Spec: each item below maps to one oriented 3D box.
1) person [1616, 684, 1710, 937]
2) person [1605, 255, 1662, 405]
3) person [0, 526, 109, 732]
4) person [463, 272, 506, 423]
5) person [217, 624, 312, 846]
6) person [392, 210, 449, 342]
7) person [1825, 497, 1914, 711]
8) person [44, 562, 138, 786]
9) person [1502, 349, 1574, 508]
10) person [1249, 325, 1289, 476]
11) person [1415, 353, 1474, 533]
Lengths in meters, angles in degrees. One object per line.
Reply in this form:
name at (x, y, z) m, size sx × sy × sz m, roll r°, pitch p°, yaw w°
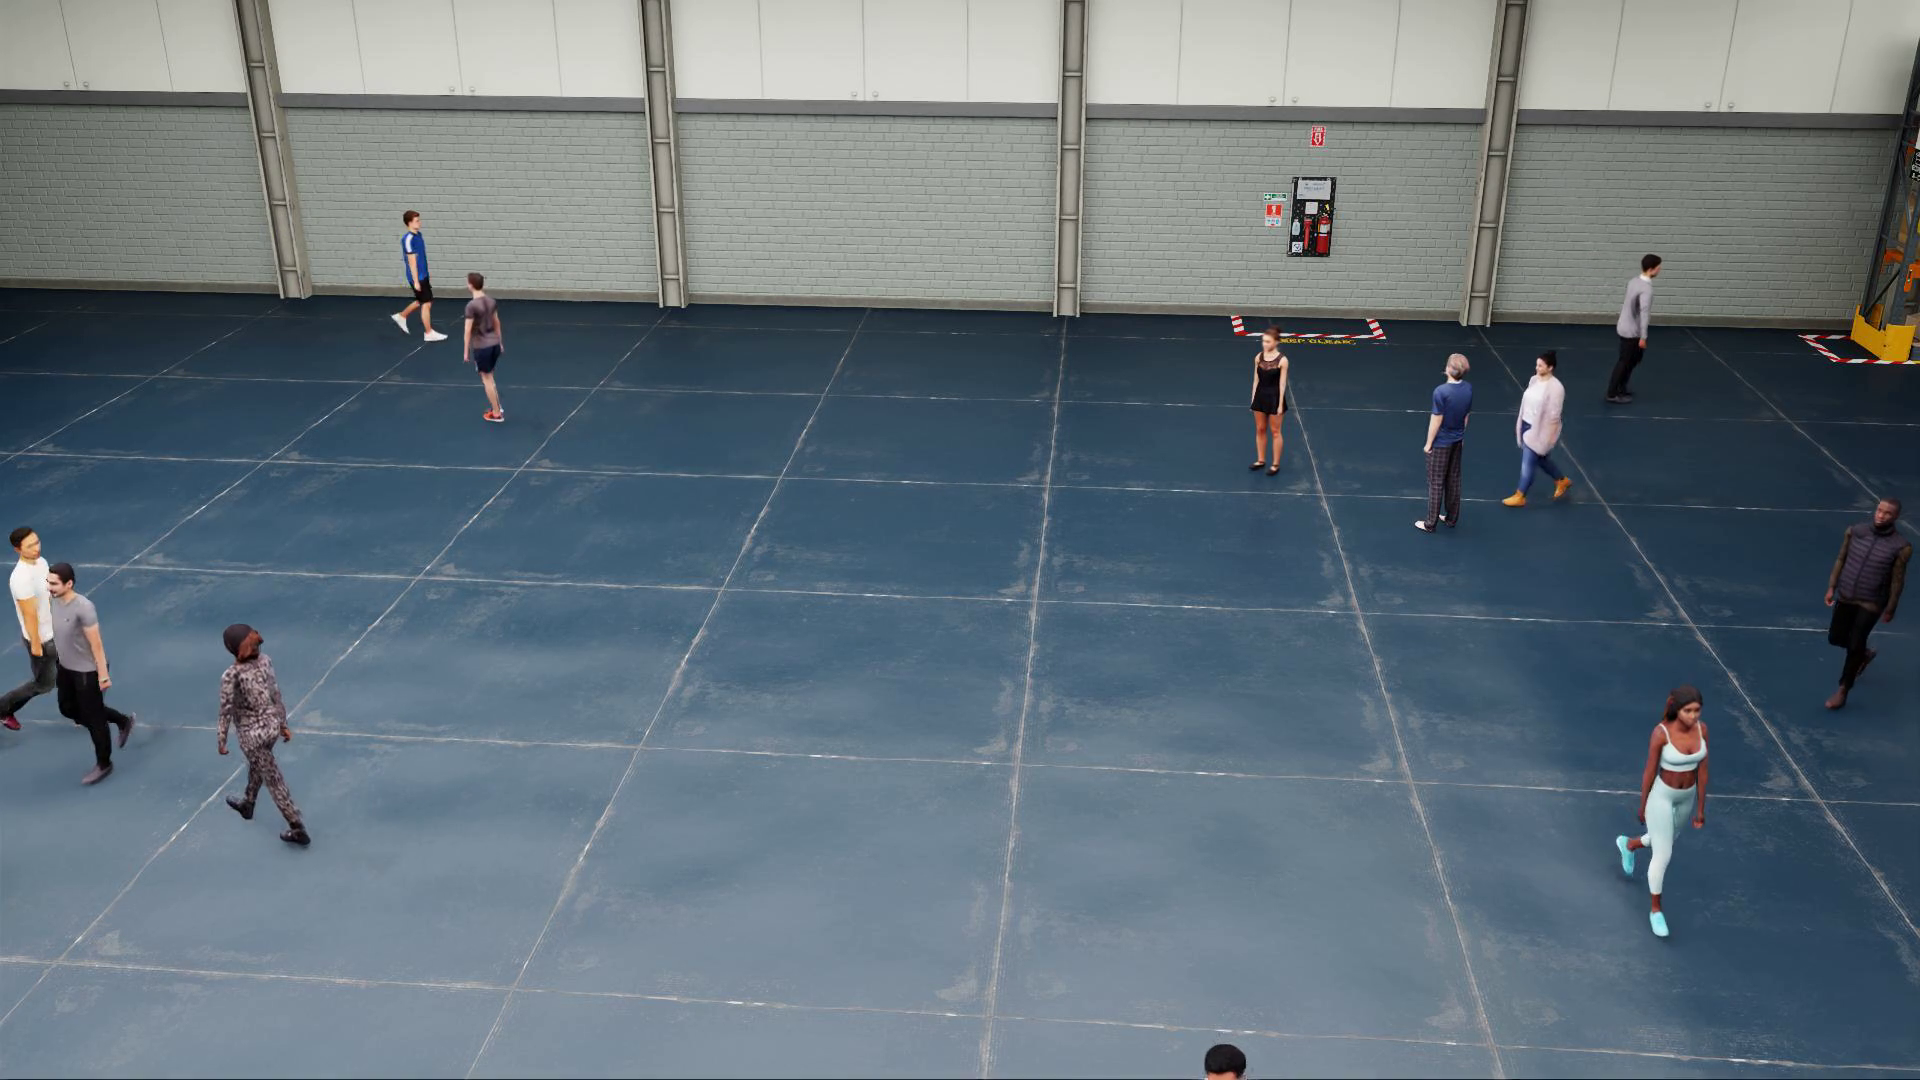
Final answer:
person at (4.606, 1.676, 10.877) m, size 1.034 × 1.702 × 0.790 m, roll -3°, pitch 23°, yaw -8°
person at (8.272, -2.626, 20.737) m, size 0.649 × 1.903 × 0.748 m, roll 2°, pitch 23°, yaw 5°
person at (-7.266, 0.736, 12.992) m, size 1.150 × 1.776 × 0.888 m, roll -6°, pitch 24°, yaw -13°
person at (-5.660, -2.301, 20.049) m, size 0.752 × 1.842 × 0.765 m, roll 11°, pitch 26°, yaw 25°
person at (-4.807, 1.394, 11.567) m, size 1.130 × 1.680 × 0.834 m, roll 10°, pitch 25°, yaw 23°
person at (-7.675, -3.690, 23.309) m, size 1.036 × 1.847 × 0.727 m, roll -1°, pitch 23°, yaw -1°
person at (7.386, 0.480, 13.542) m, size 1.129 × 1.816 × 1.032 m, roll -14°, pitch 27°, yaw -30°
person at (-6.561, 0.938, 12.566) m, size 0.909 × 1.739 × 0.877 m, roll 12°, pitch 26°, yaw 26°
person at (6.211, -1.178, 17.565) m, size 1.121 × 1.721 × 0.847 m, roll -4°, pitch 23°, yaw -9°
person at (3.456, -1.569, 18.534) m, size 0.672 × 1.681 × 0.752 m, roll 19°, pitch 30°, yaw 38°
person at (4.965, -0.998, 16.947) m, size 0.675 × 1.872 × 0.800 m, roll -11°, pitch 25°, yaw -24°
